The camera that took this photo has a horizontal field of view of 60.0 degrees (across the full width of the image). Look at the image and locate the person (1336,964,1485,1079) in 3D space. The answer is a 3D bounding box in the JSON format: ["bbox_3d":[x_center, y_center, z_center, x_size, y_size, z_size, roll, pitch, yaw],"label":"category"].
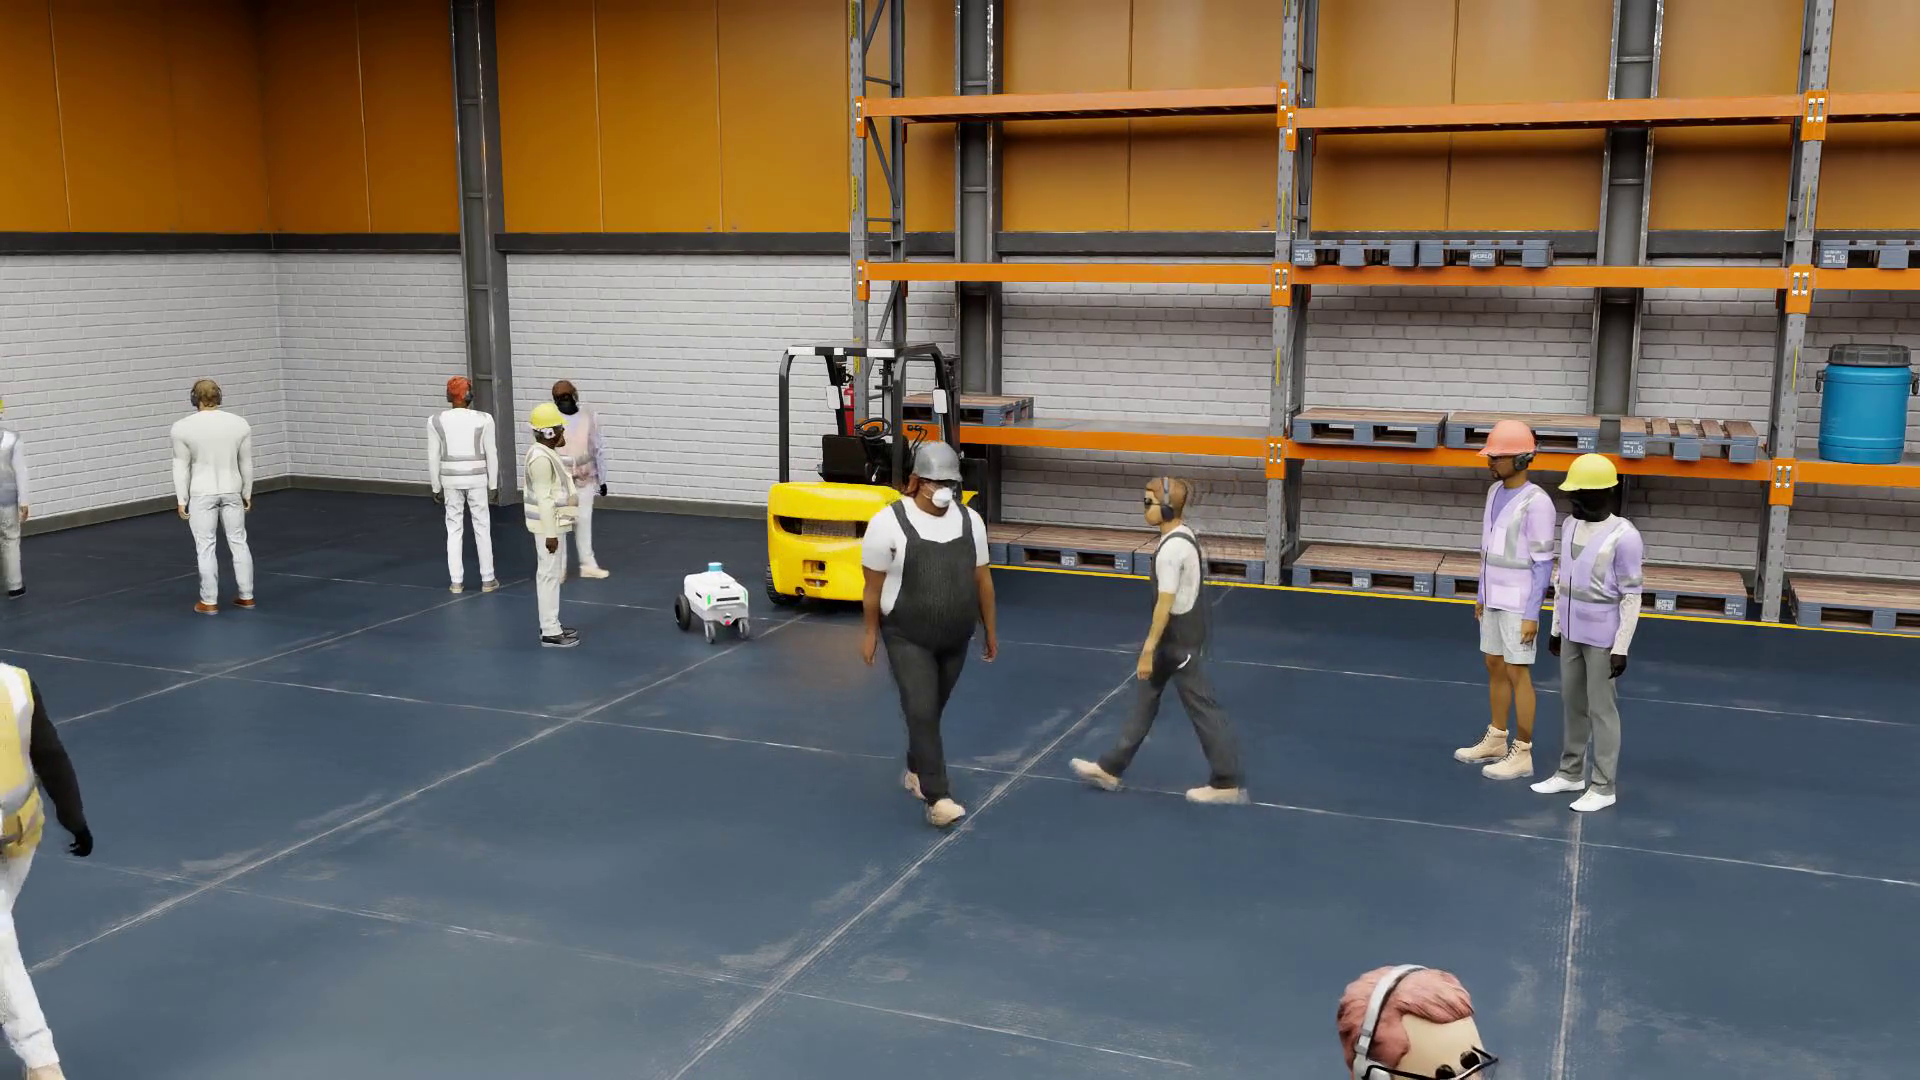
[{"bbox_3d":[0.706,1.608,2.723,0.642,1.913,0.410,-9,13,-40],"label":"person"}]

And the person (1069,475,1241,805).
[{"bbox_3d":[1.087,0.545,8.975,0.973,1.787,0.528,2,10,9],"label":"person"}]

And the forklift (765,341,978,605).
[{"bbox_3d":[-0.739,-0.602,14.246,1.214,2.155,2.313,4,11,21],"label":"forklift"}]

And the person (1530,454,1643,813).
[{"bbox_3d":[3.356,0.492,8.901,0.378,1.922,0.594,-3,11,-17],"label":"person"}]

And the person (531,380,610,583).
[{"bbox_3d":[-3.500,-0.518,14.839,0.718,1.820,0.433,-5,12,-28],"label":"person"}]

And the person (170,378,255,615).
[{"bbox_3d":[-6.108,-0.357,13.638,0.624,1.930,0.369,-9,14,-42],"label":"person"}]

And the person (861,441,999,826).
[{"bbox_3d":[-0.094,0.459,8.761,0.701,2.000,0.974,-6,12,-29],"label":"person"}]

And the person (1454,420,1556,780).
[{"bbox_3d":[3.085,0.338,9.435,0.392,2.039,0.615,-2,10,-11],"label":"person"}]

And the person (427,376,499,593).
[{"bbox_3d":[-4.290,-0.476,14.403,0.576,1.886,0.362,-2,10,-10],"label":"person"}]

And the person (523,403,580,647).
[{"bbox_3d":[-3.073,-0.116,12.535,0.404,1.836,0.598,-3,10,-14],"label":"person"}]

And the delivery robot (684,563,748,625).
[{"bbox_3d":[-1.889,0.419,12.863,0.477,0.478,0.707,-4,11,-23],"label":"delivery robot"}]

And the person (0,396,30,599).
[{"bbox_3d":[-8.140,-0.339,13.945,0.611,1.795,0.654,-5,11,-24],"label":"person"}]

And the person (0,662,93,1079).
[{"bbox_3d":[-3.594,1.081,6.030,0.959,1.793,0.698,6,12,32],"label":"person"}]
